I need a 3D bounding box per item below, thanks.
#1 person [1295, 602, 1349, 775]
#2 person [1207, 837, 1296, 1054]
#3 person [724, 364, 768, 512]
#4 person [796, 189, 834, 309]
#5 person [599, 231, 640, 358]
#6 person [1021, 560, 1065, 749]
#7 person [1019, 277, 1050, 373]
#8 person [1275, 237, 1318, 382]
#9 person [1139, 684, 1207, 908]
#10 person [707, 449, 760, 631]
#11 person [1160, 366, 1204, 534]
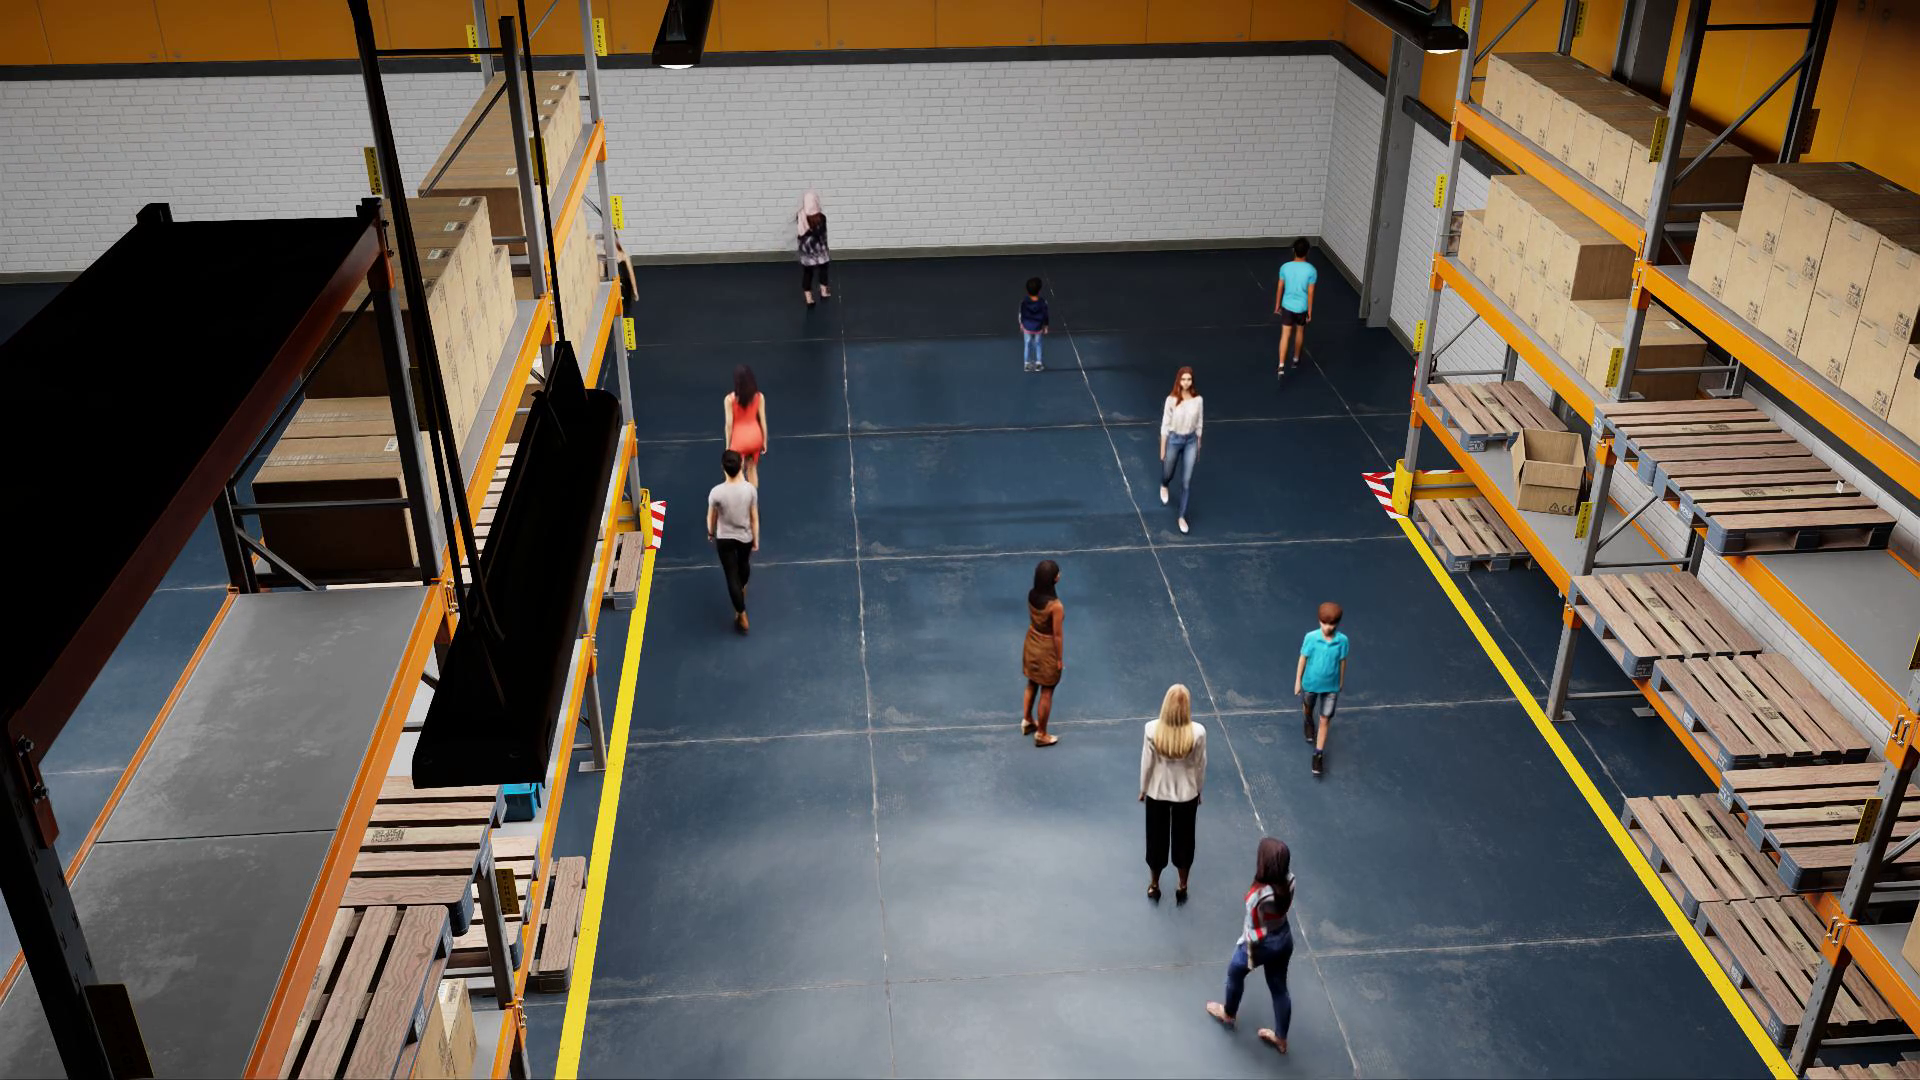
[{"bbox_3d":[2.945,1.112,13.585,0.730,1.419,1.019,6,29,11],"label":"person"},{"bbox_3d":[2.023,2.625,10.633,0.842,1.589,0.952,-19,34,-30],"label":"person"},{"bbox_3d":[-2.182,-0.963,17.092,0.766,1.704,0.931,-12,31,-22],"label":"person"},{"bbox_3d":[-2.040,-3.941,22.634,0.816,1.624,0.899,10,30,18],"label":"person"},{"bbox_3d":[-4.391,-3.183,21.282,0.828,1.589,1.081,-14,32,-25],"label":"person"},{"bbox_3d":[0.683,0.924,13.655,0.698,1.683,0.591,-18,33,-29],"label":"person"},{"bbox_3d":[0.907,-2.688,20.757,0.571,1.222,0.560,4,29,8],"label":"person"},{"bbox_3d":[4.090,-2.797,20.415,0.943,1.741,1.238,9,30,16],"label":"person"},{"bbox_3d":[1.503,1.825,11.819,0.639,1.858,0.574,2,29,4],"label":"person"},{"bbox_3d":[-2.067,0.023,15.309,0.789,1.678,1.167,-9,30,-16],"label":"person"},{"bbox_3d":[2.260,-1.000,17.157,0.638,1.706,1.039,0,29,-1],"label":"person"}]
